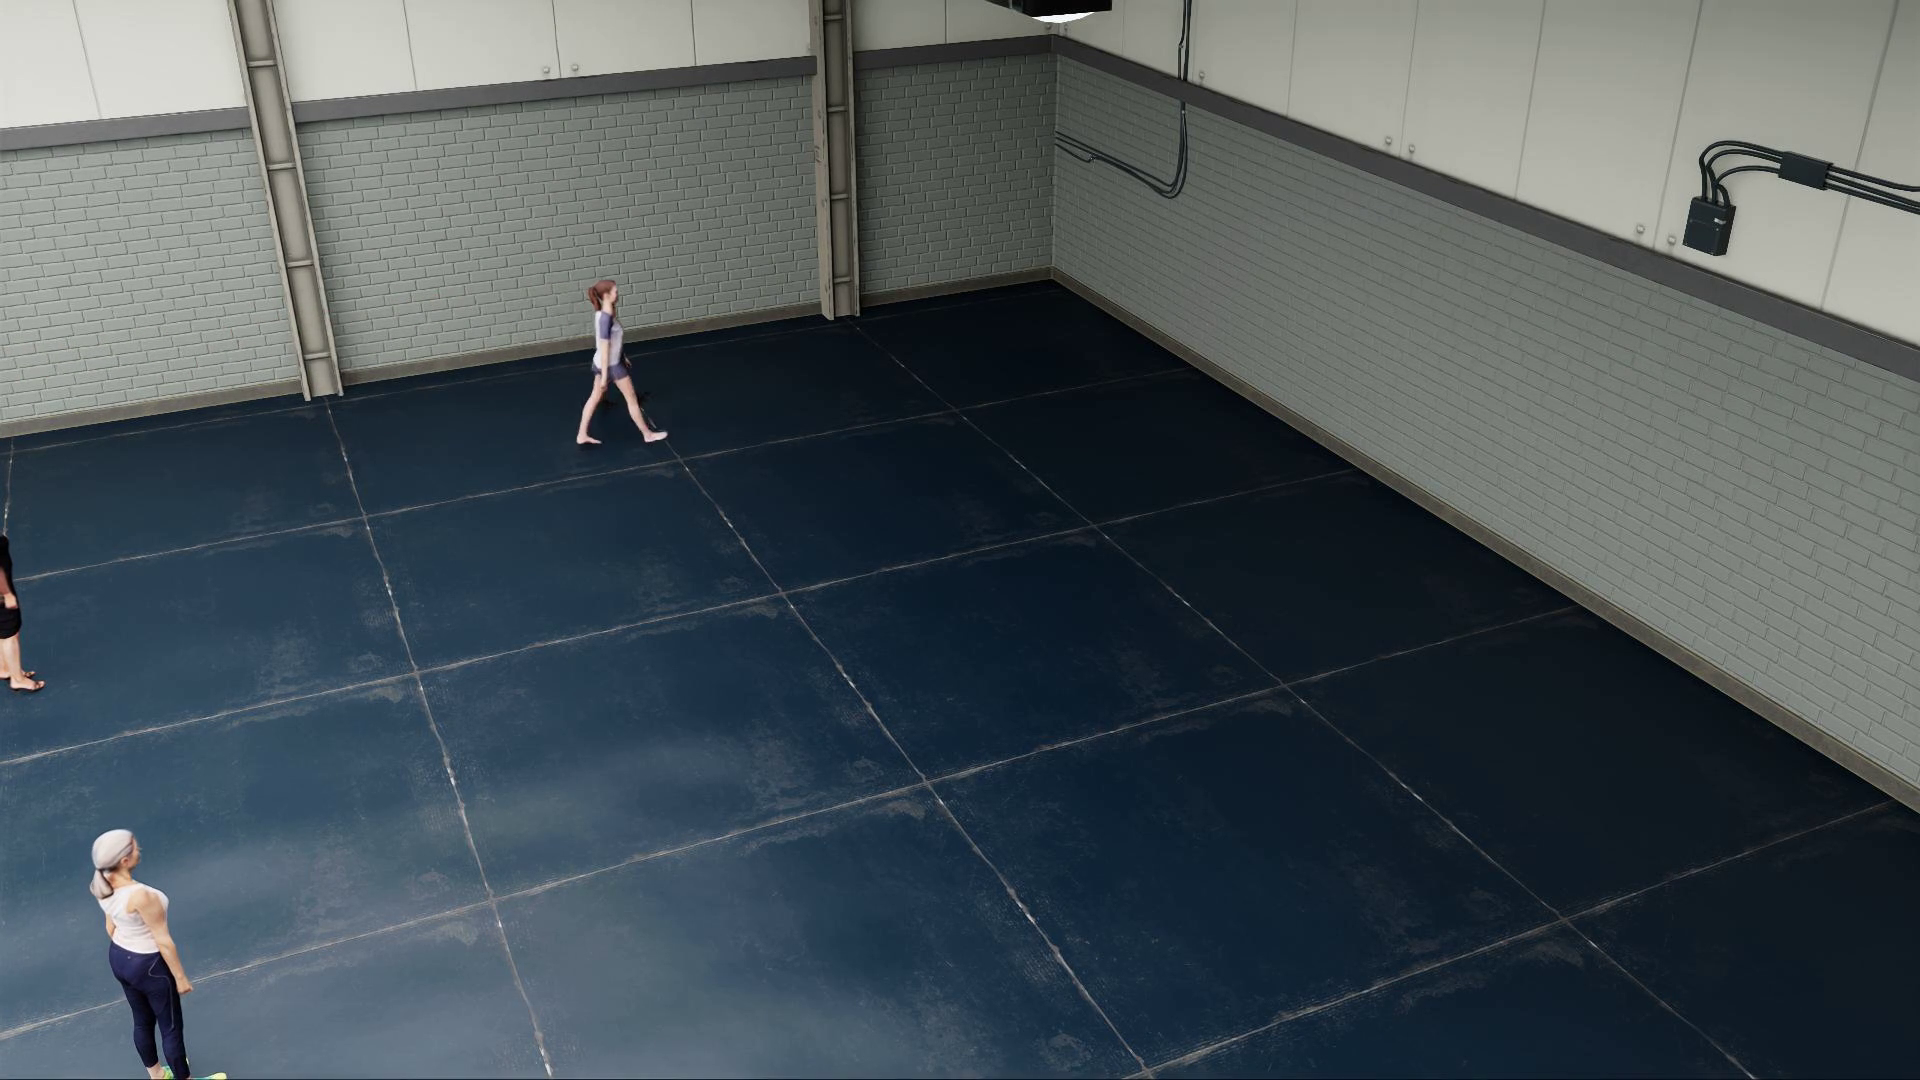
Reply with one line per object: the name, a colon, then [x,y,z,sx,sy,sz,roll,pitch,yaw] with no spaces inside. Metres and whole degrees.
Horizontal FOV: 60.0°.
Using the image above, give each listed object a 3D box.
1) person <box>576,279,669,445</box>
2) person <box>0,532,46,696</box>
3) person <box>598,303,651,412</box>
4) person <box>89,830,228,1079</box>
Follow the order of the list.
person: [-3.529,-1.688,16.307,1.129,1.713,0.634,-9,29,-17]
person: [-7.155,0.347,12.321,0.594,1.744,0.622,-20,34,-34]
person: [-3.698,-1.888,17.287,0.784,1.170,0.533,-14,30,-25]
person: [-4.260,2.239,8.686,0.678,1.707,0.719,13,30,23]
